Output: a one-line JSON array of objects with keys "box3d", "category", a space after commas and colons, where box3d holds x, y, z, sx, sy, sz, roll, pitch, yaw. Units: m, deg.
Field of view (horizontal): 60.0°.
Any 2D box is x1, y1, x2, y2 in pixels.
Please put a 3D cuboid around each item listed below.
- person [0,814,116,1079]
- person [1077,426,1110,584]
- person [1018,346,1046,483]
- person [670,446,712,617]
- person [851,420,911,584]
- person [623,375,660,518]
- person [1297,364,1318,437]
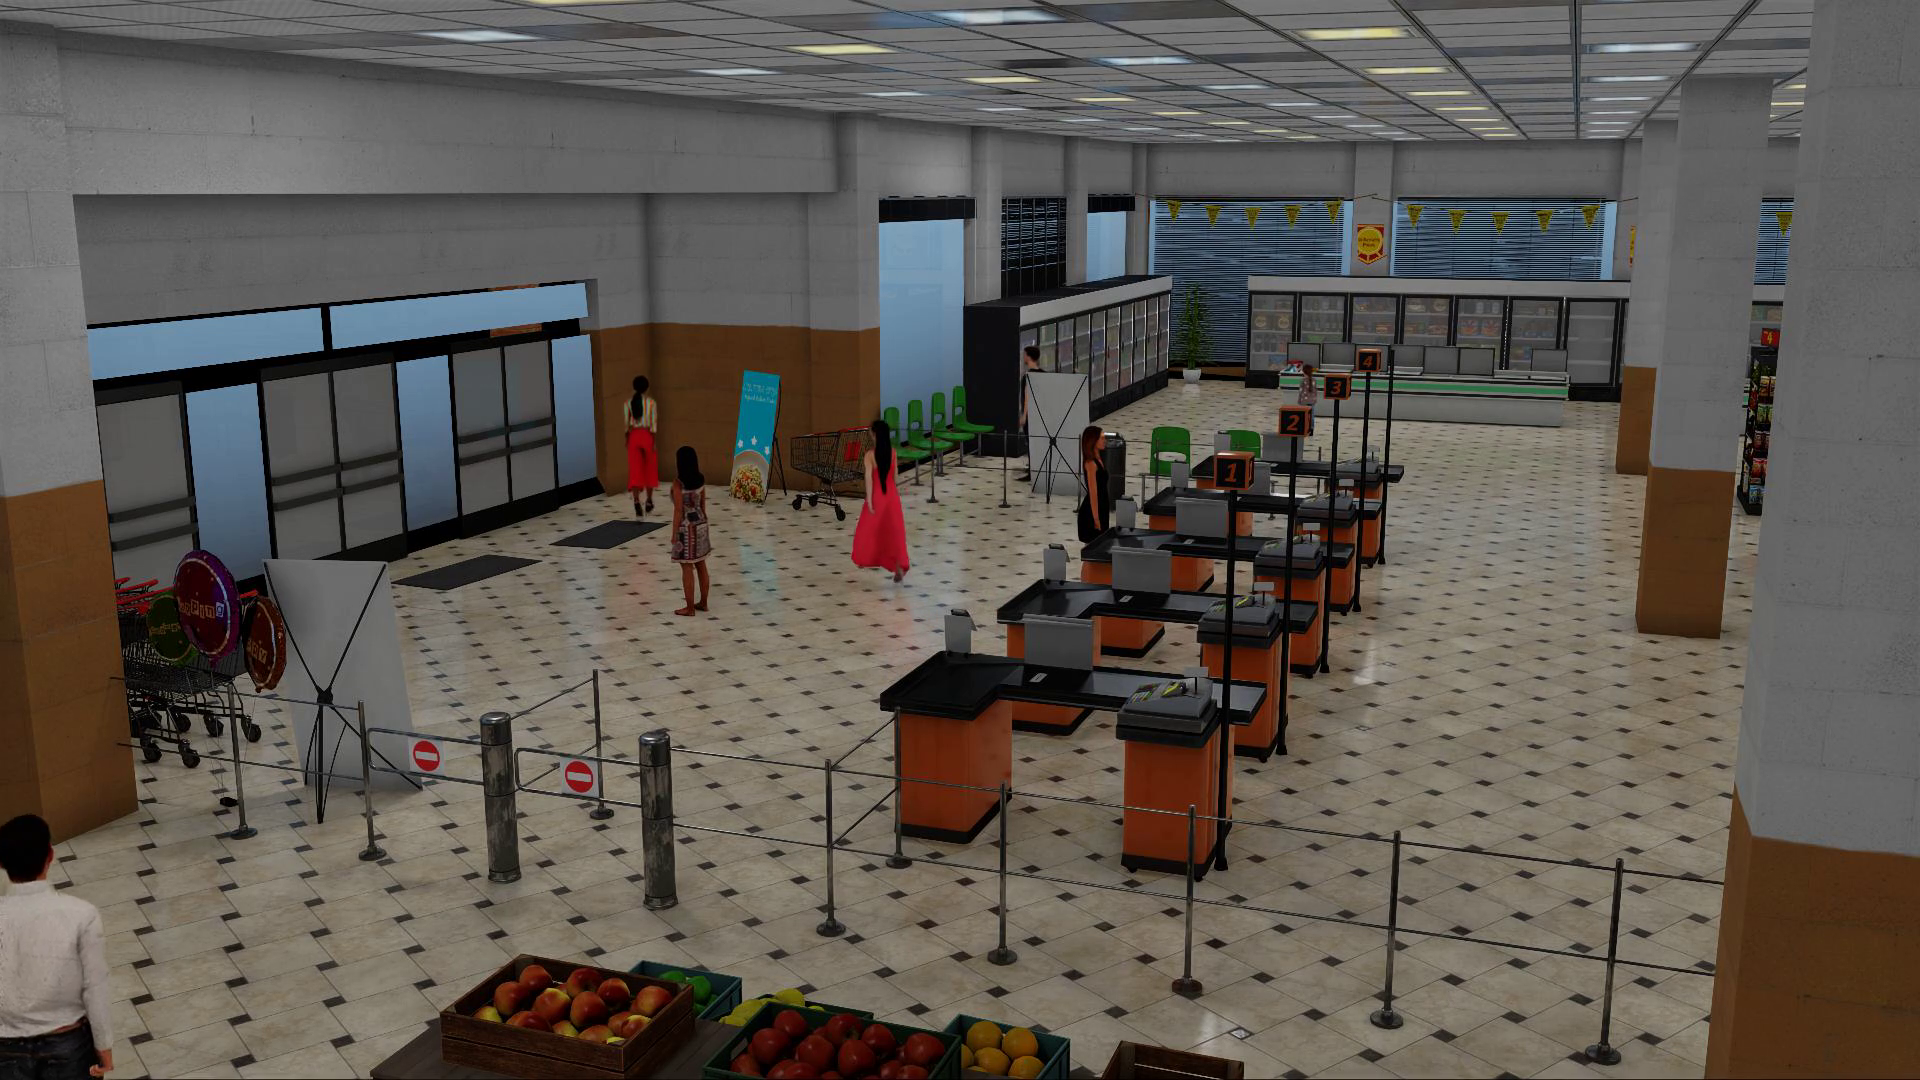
[{"box3d": [-3.375, 1.920, 6.078, 0.816, 1.792, 0.884, -4, 13, -20], "category": "person"}, {"box3d": [1.280, -0.184, 15.965, 0.580, 1.835, 0.617, 2, 12, 9], "category": "person"}, {"box3d": [1.027, -1.768, 23.343, 0.602, 1.895, 0.714, 6, 14, 28], "category": "person"}, {"box3d": [-2.594, -0.095, 16.007, 0.620, 1.645, 0.701, 8, 14, 34], "category": "person"}, {"box3d": [-0.746, -0.355, 17.167, 1.059, 1.675, 1.161, -6, 14, -28], "category": "person"}, {"box3d": [-3.962, -1.118, 20.591, 1.157, 1.757, 0.947, -1, 12, -3], "category": "person"}, {"box3d": [5.799, -2.335, 27.739, 0.521, 1.194, 0.617, -2, 12, -10], "category": "person"}]
